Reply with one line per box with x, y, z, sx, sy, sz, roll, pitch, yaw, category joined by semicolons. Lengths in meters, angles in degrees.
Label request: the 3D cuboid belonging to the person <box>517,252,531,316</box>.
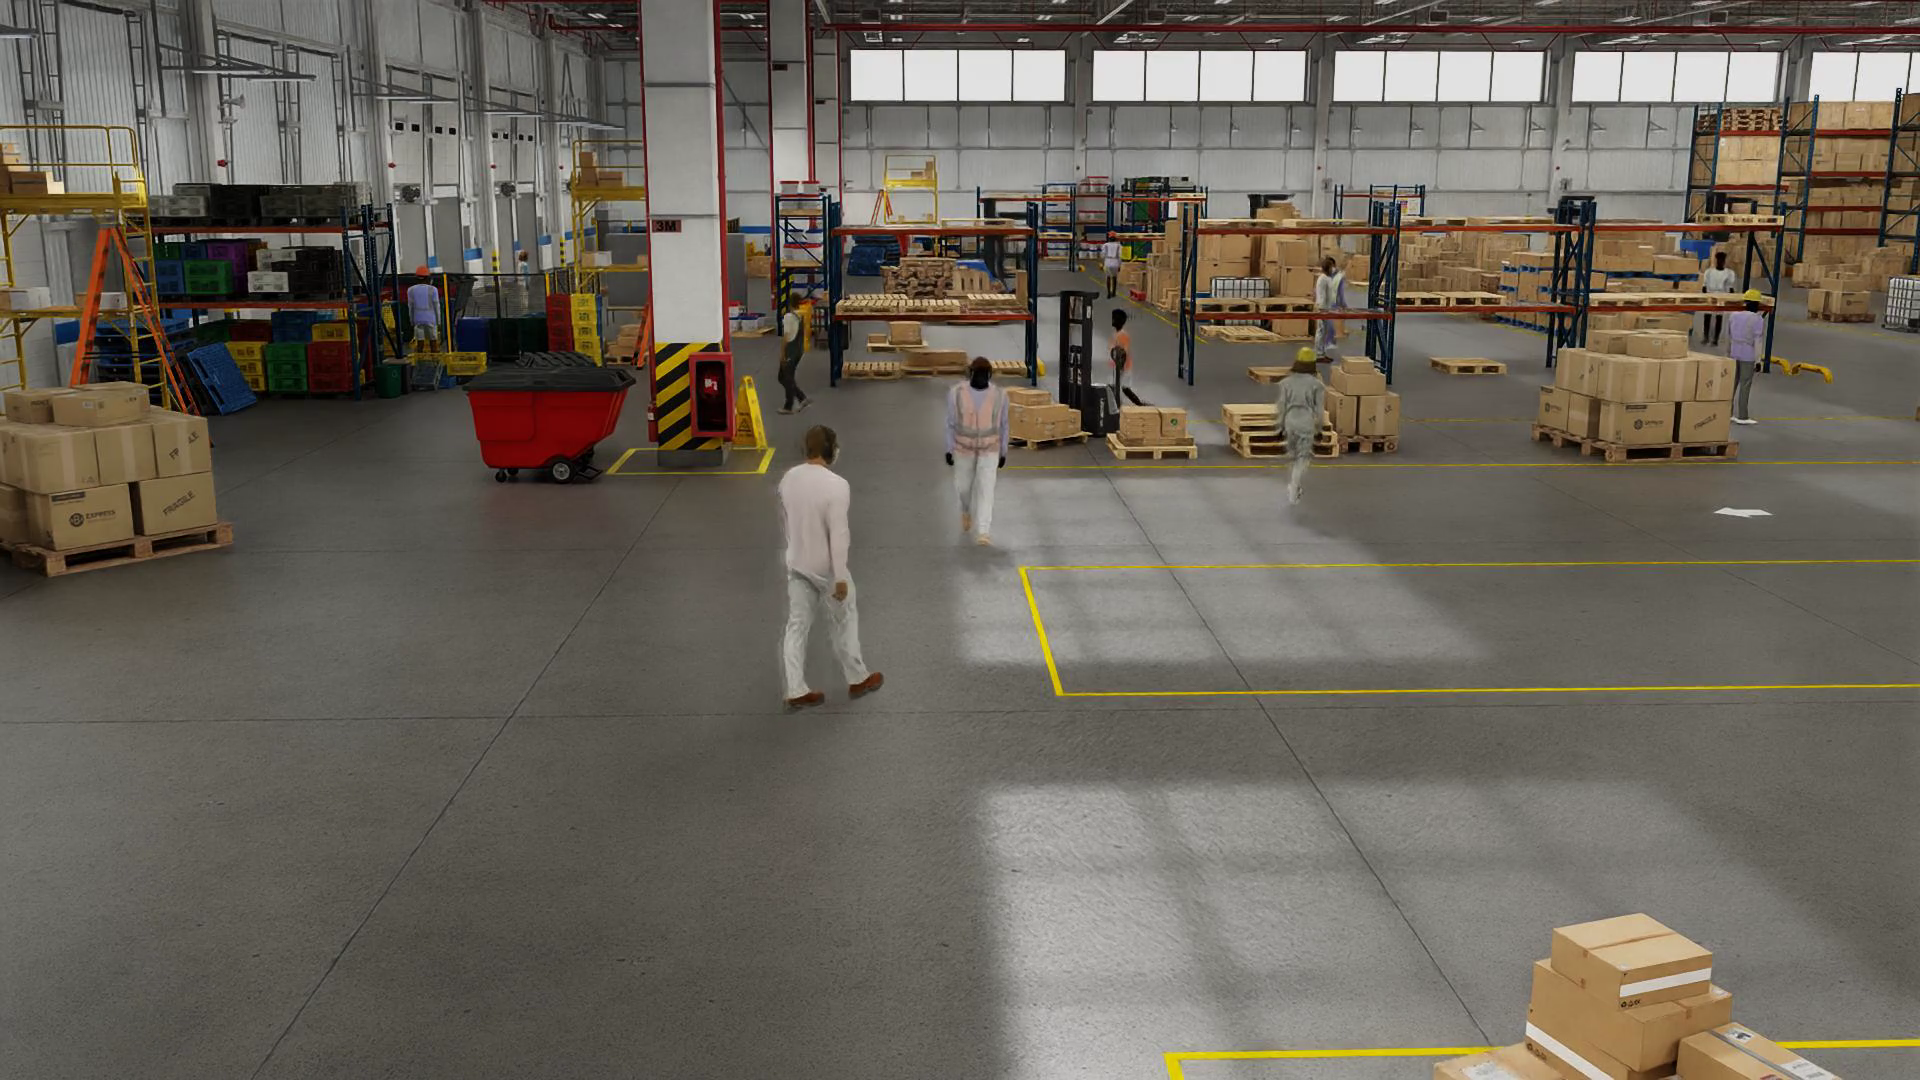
-10.674;-6.235;40.720;0.314;1.634;0.515;-7;14;-30;person

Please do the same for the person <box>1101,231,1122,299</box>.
4.311;-7.819;47.299;0.568;1.886;1.016;1;13;4;person

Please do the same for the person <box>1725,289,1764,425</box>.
11.175;-2.610;23.675;0.384;1.924;0.593;-5;13;-21;person

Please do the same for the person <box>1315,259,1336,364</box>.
6.868;-4.293;31.247;0.372;1.940;0.630;5;13;21;person

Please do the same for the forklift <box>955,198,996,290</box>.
0.796;-8.188;46.688;1.873;2.768;1.129;0;12;-2;forklift

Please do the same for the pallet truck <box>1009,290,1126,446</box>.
1.257;-2.299;22.111;1.885;1.965;0.823;-9;15;-35;pallet truck

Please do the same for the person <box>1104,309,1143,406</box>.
2.301;-2.443;23.524;0.831;1.660;0.533;-3;13;-11;person

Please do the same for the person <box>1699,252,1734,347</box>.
15.461;-4.910;34.042;0.638;1.927;0.913;8;15;33;person

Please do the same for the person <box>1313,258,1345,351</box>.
7.400;-4.727;33.394;0.610;1.867;1.030;11;17;42;person

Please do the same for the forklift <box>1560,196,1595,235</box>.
18.992;-9.226;51.376;1.129;2.768;1.873;0;12;-2;forklift

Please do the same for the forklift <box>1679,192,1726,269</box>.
27.297;-11.220;60.377;1.873;2.768;1.129;0;12;-2;forklift

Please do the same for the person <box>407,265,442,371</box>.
-9.400;-3.853;29.261;0.552;1.936;0.358;-1;13;-4;person

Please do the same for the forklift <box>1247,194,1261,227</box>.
9.692;-9.993;54.841;1.873;2.768;1.129;2;13;8;forklift

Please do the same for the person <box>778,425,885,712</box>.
-0.863;0.167;11.174;0.661;1.906;0.884;11;16;40;person

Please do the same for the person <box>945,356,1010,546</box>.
0.172;-0.888;16.127;0.629;1.826;0.626;0;12;1;person

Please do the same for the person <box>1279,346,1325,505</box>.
3.626;-1.207;17.818;0.492;1.725;0.665;7;14;29;person

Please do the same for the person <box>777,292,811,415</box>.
-2.446;-2.732;24.513;0.541;1.809;0.574;6;14;25;person
